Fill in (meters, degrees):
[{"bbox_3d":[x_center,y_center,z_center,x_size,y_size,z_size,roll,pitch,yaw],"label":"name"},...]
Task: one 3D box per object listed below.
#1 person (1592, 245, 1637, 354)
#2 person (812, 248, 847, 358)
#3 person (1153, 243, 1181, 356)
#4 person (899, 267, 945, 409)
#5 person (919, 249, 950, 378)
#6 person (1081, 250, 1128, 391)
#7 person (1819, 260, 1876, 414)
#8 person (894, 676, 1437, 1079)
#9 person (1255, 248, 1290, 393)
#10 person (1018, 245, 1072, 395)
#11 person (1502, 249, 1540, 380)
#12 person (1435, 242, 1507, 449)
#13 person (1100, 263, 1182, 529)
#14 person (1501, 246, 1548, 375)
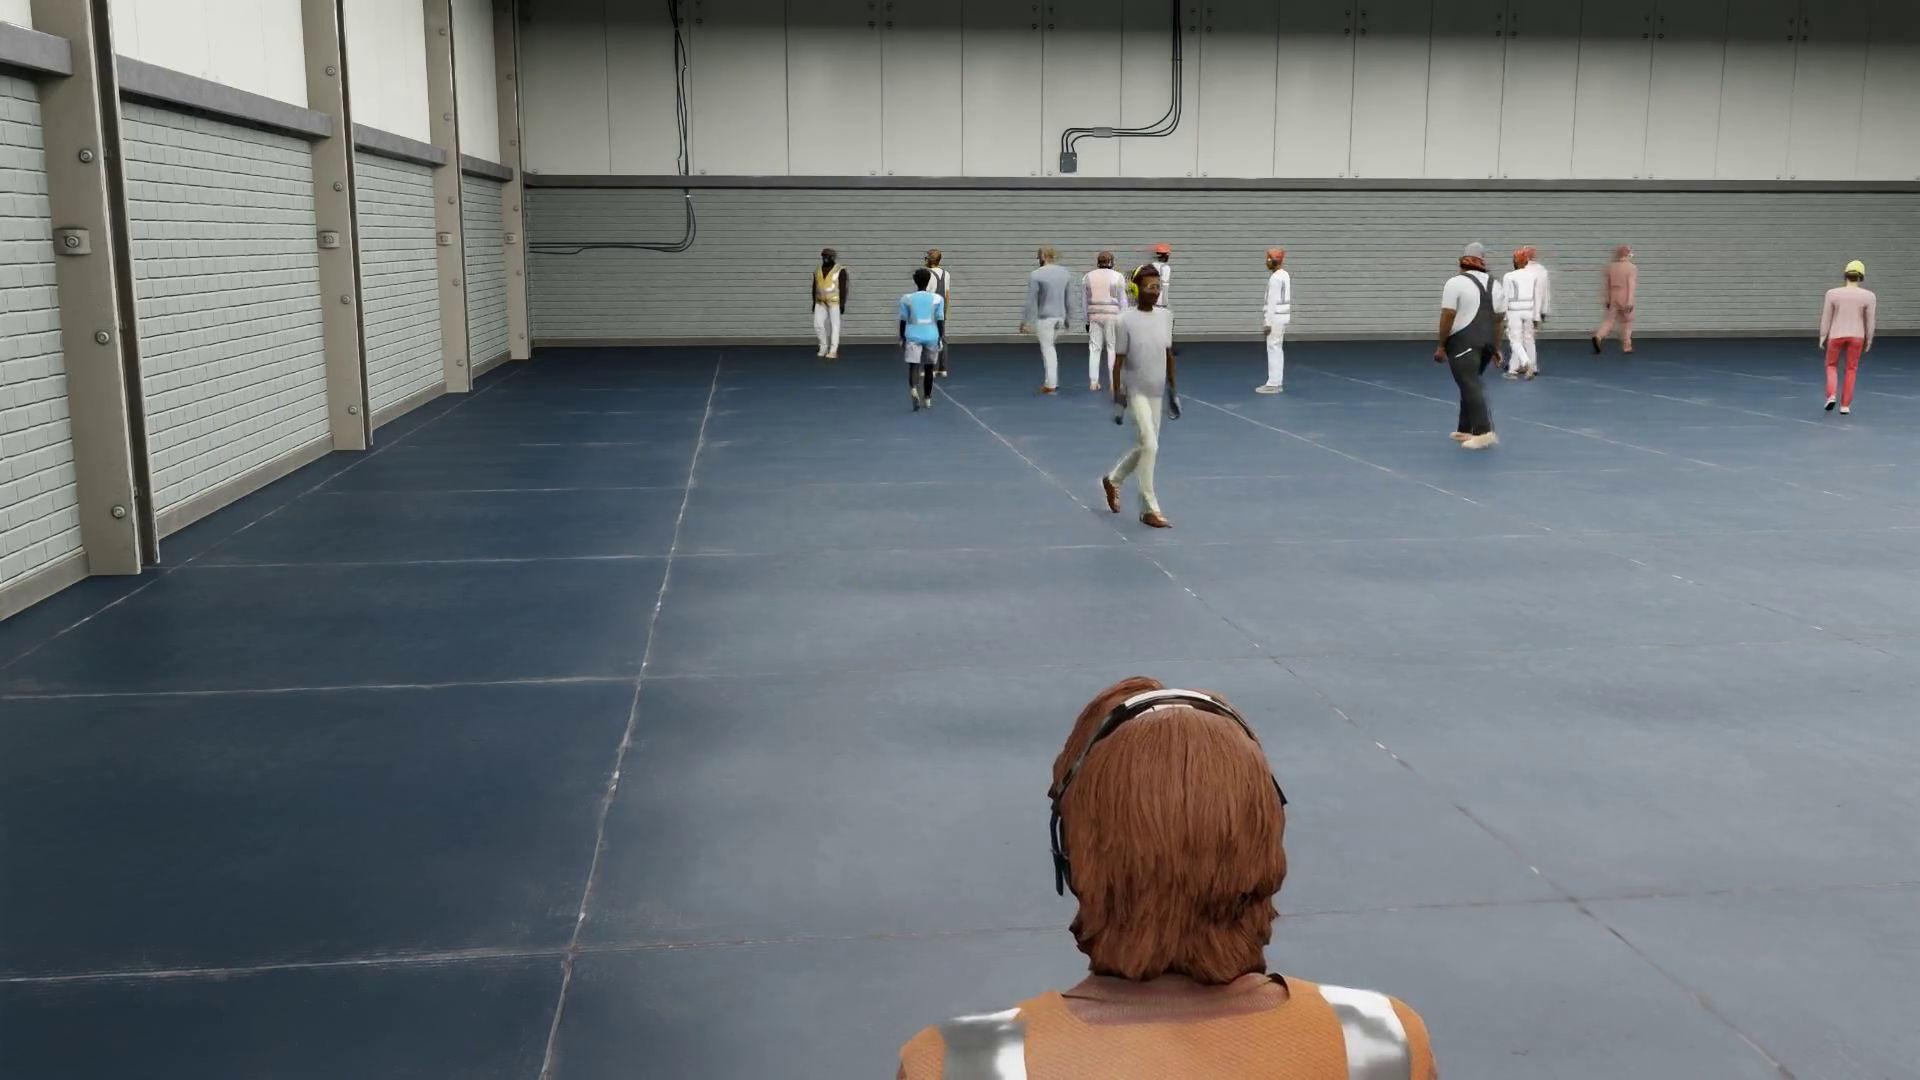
[{"bbox_3d":[11.377,-4.143,28.724,0.787,1.884,0.650,-4,11,-22],"label":"person"},{"bbox_3d":[-2.203,-3.936,27.725,0.653,1.829,0.521,4,11,21],"label":"person"},{"bbox_3d":[3.459,-4.068,28.247,0.816,1.907,0.561,-7,12,-34],"label":"person"},{"bbox_3d":[-0.448,-2.348,19.458,0.538,1.674,0.727,0,10,-1],"label":"person"},{"bbox_3d":[-0.375,-3.266,24.010,0.514,1.846,0.336,-9,14,-42],"label":"person"},{"bbox_3d":[1.920,-2.889,21.958,0.627,1.843,0.429,5,11,25],"label":"person"},{"bbox_3d":[10.170,-2.318,19.069,0.555,1.749,0.425,5,12,27],"label":"person"},{"bbox_3d":[0.181,0.936,1.540,0.523,1.639,0.309,-2,11,-10],"label":"person"},{"bbox_3d":[4.085,-2.845,21.617,0.387,1.881,0.585,5,11,24],"label":"person"},{"bbox_3d":[1.122,-2.822,21.395,0.690,1.909,0.556,-9,14,-41],"label":"person"},{"bbox_3d":[7.923,-3.163,23.442,0.578,1.858,0.830,-3,11,-14],"label":"person"},{"bbox_3d":[5.037,-1.932,16.162,0.705,2.000,0.911,-6,12,-28],"label":"person"},{"bbox_3d":[1.270,-1.041,11.820,0.518,1.847,0.823,-7,13,-35],"label":"person"},{"bbox_3d":[8.260,-3.390,24.589,0.679,1.873,0.877,-7,13,-34],"label":"person"}]
